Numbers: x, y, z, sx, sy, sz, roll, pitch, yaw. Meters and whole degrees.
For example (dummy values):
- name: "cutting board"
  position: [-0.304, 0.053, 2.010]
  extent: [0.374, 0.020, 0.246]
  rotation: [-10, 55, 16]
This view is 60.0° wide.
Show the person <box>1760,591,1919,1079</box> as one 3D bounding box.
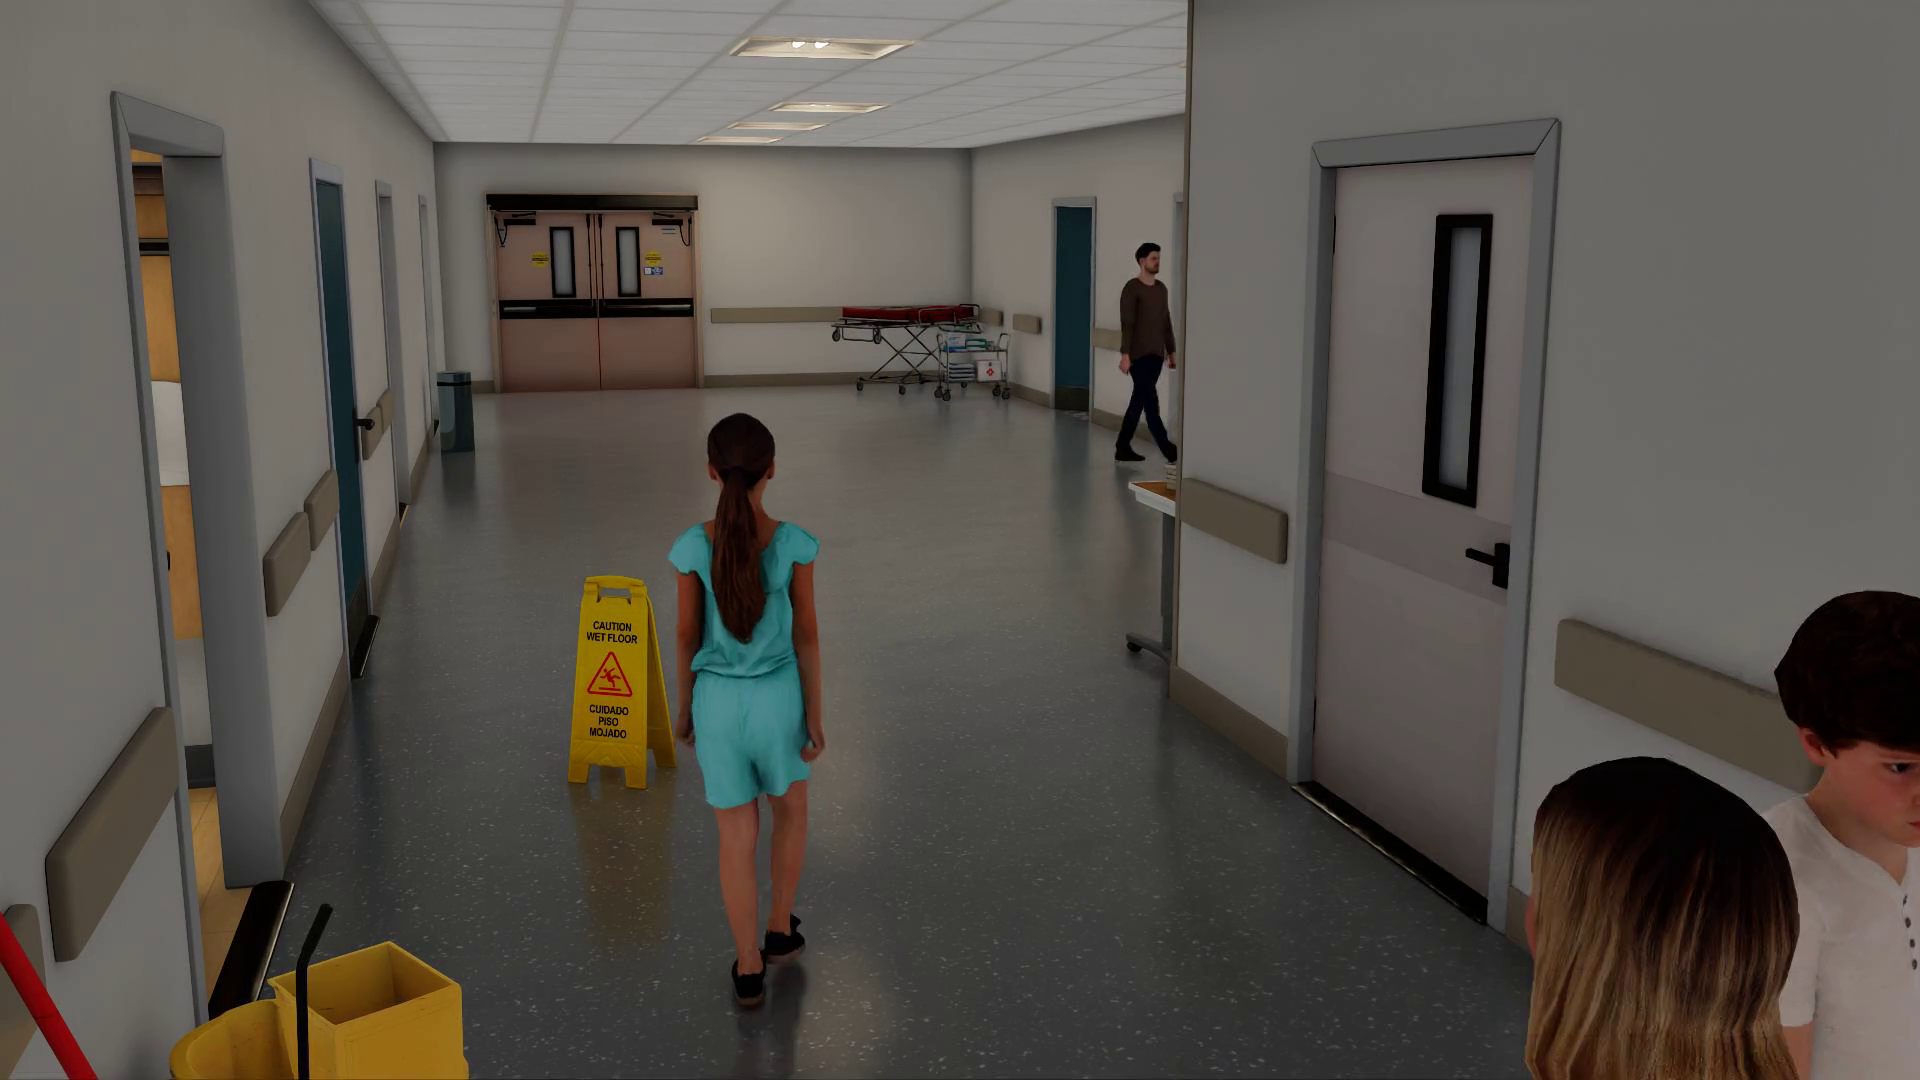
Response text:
- name: "person"
  position: [0.924, 0.848, 2.032]
  extent: [0.796, 1.628, 1.105]
  rotation: [-8, 13, -36]

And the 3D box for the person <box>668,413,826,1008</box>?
- name: "person"
  position: [-0.545, 0.458, 4.305]
  extent: [0.595, 1.547, 0.626]
  rotation: [-1, 11, -5]

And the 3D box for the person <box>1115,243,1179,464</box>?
- name: "person"
  position: [1.487, -1.529, 13.981]
  extent: [1.211, 1.844, 1.016]
  rotation: [10, 15, 43]
